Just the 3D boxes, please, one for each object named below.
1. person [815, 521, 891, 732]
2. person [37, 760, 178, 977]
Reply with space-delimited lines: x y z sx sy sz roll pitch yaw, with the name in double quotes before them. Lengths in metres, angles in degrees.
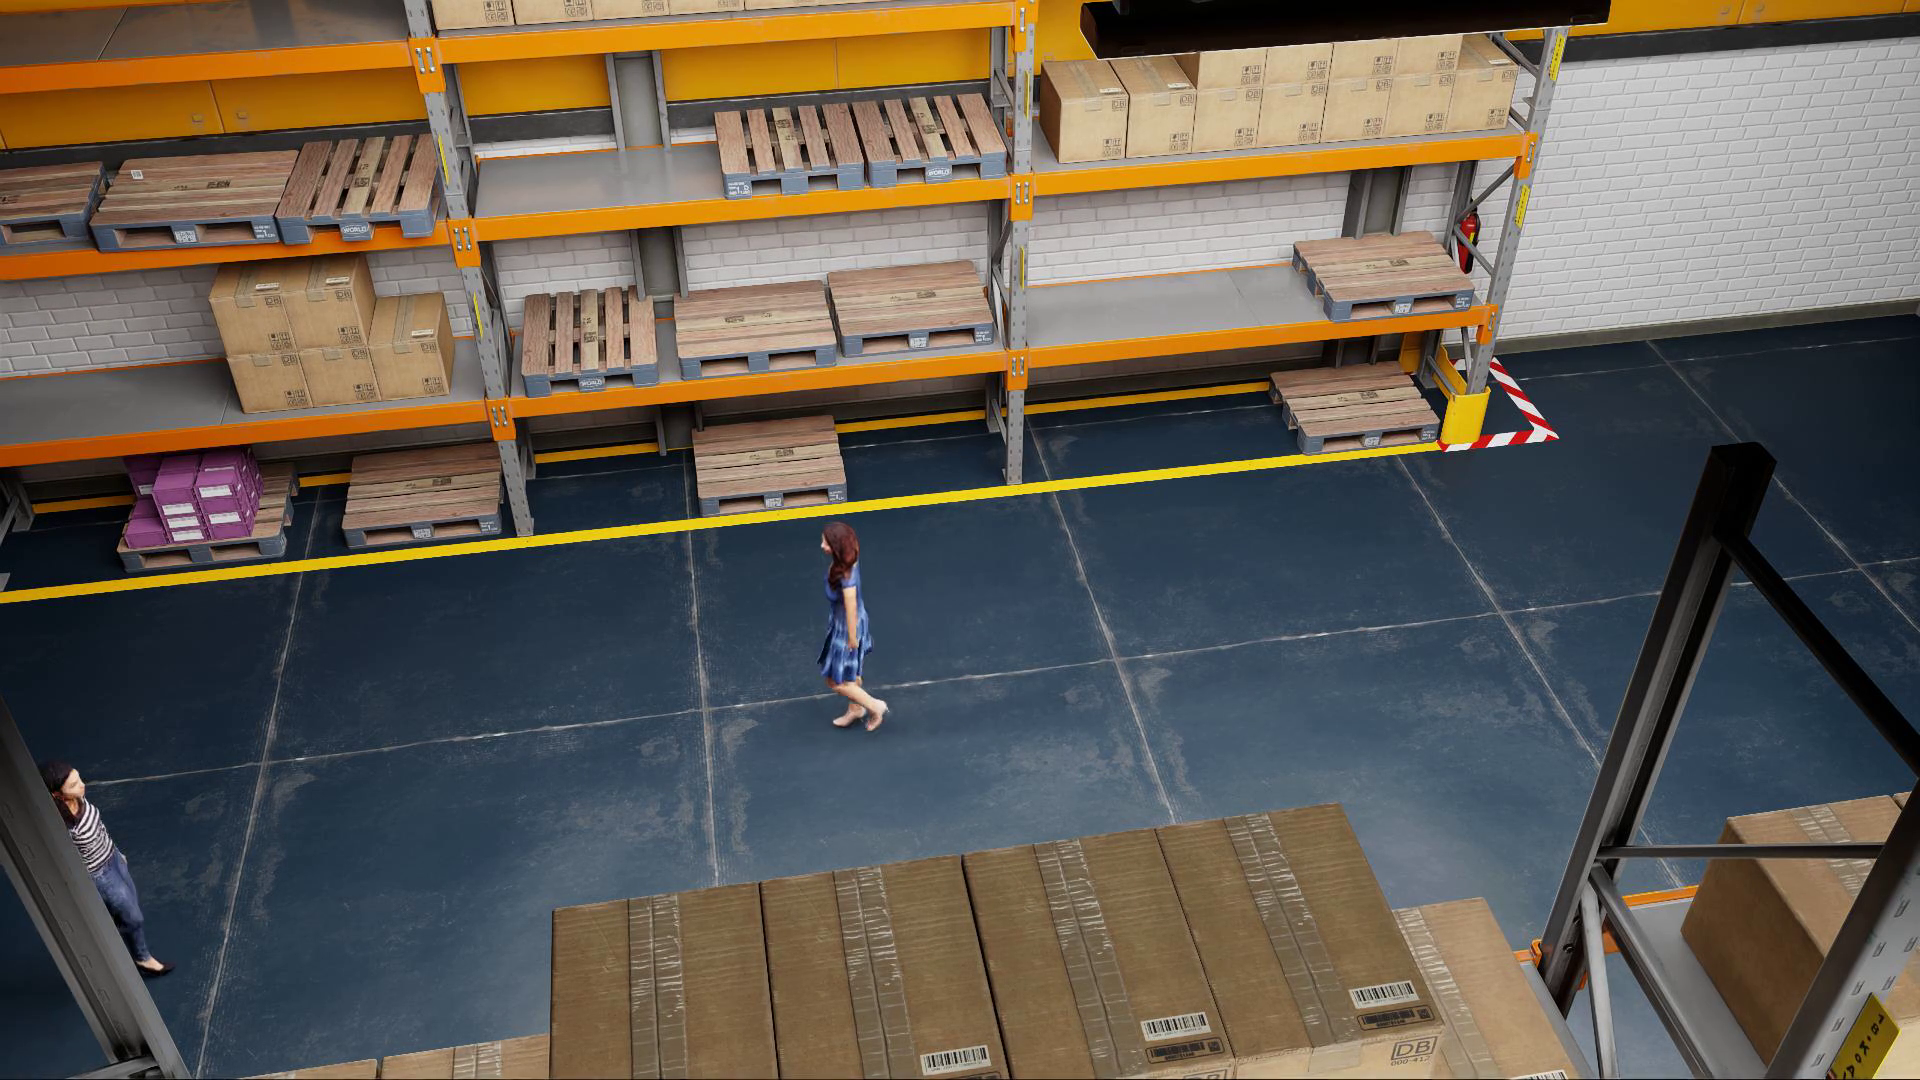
"person" -0.675 0.601 11.092 0.730 1.793 0.670 -4 39 -5
"person" -4.971 1.923 9.444 0.739 1.785 0.610 -9 39 -11
